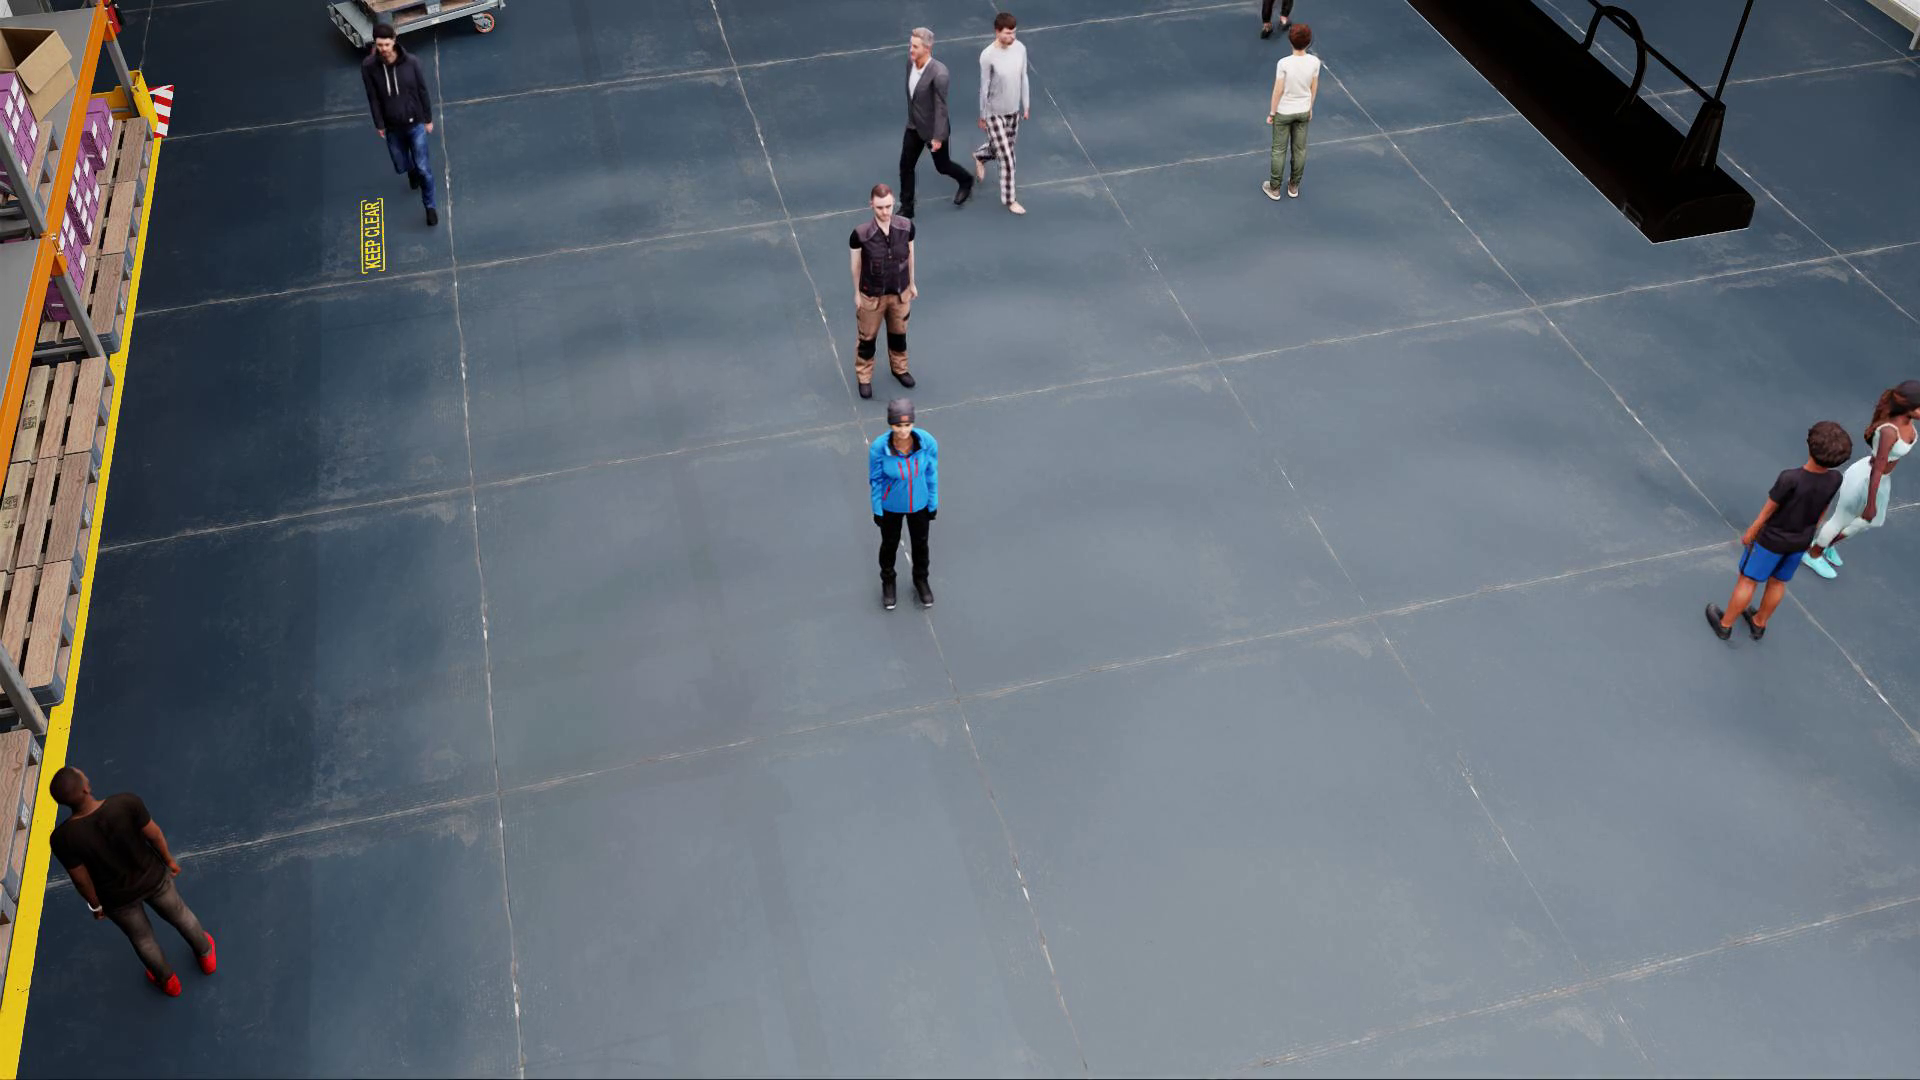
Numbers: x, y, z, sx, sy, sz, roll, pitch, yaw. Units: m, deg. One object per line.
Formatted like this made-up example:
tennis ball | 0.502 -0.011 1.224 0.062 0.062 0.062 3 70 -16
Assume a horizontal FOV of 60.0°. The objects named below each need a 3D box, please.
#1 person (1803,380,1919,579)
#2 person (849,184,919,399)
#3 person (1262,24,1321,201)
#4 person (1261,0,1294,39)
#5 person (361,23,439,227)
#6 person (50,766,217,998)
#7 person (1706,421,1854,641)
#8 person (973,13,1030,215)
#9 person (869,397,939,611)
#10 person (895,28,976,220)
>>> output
person | 6.121 -0.427 11.375 0.670 1.713 0.705 -33 52 -30
person | -0.593 -1.964 12.895 0.691 1.841 0.593 -13 45 -14
person | 3.000 -3.857 15.017 0.600 1.655 0.572 -5 44 -5
person | 3.325 -5.933 17.339 0.777 1.458 0.838 19 47 19
person | -4.909 -3.739 14.735 0.723 1.874 1.004 -6 44 -6
person | -4.457 1.833 8.936 0.708 1.804 0.693 -32 52 -29
person | 5.408 -0.024 10.893 0.629 1.794 0.616 -4 44 -4
person | 0.330 -3.888 14.934 0.883 1.815 1.185 -26 50 -25
person | -0.376 -0.249 11.128 0.630 1.796 0.566 -6 44 -6
person | -0.220 -3.674 14.717 1.125 1.803 1.224 -33 53 -30
